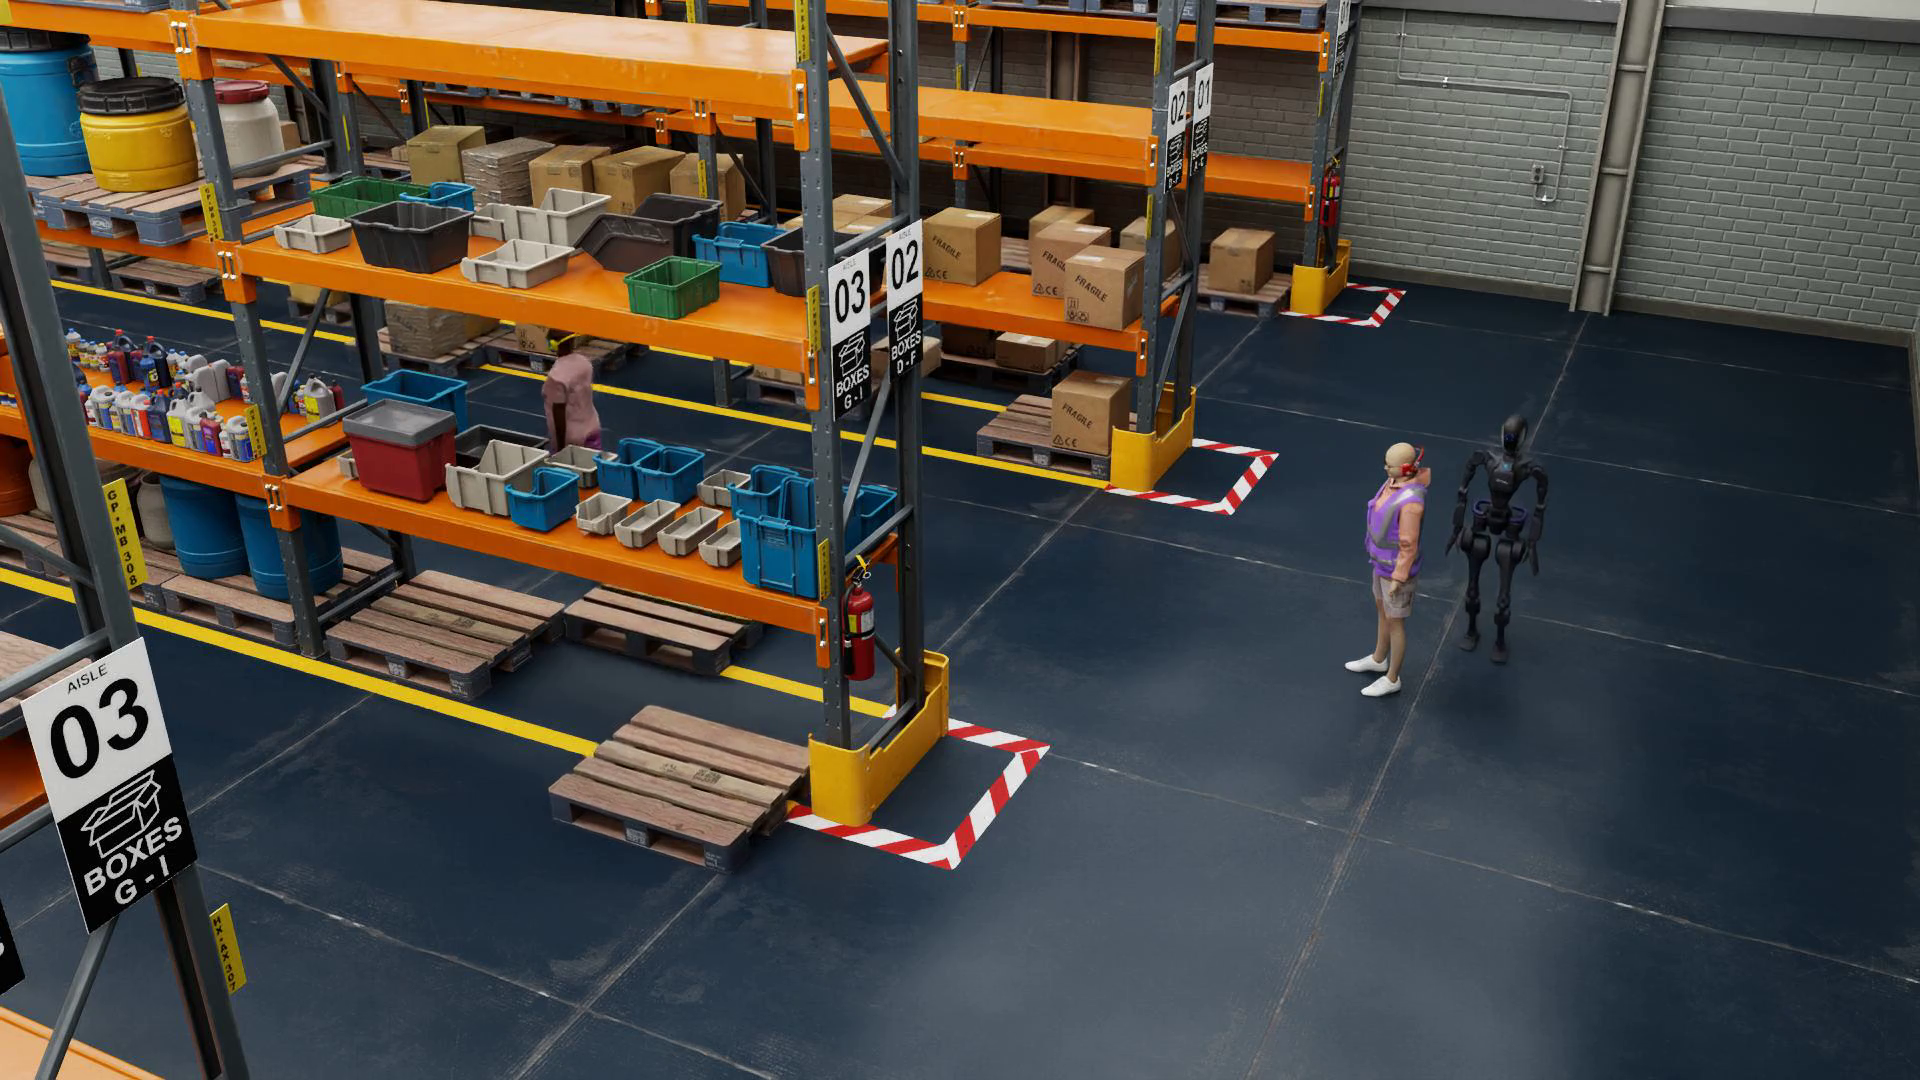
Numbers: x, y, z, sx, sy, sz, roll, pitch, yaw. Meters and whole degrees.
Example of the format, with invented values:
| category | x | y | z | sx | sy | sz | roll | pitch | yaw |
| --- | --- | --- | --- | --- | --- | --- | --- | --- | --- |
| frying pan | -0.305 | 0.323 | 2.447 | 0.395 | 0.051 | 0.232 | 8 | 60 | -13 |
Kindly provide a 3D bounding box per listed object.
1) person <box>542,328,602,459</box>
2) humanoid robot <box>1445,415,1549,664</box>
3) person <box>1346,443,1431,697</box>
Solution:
| category | x | y | z | sx | sy | sz | roll | pitch | yaw |
| --- | --- | --- | --- | --- | --- | --- | --- | --- | --- |
| person | -2.783 | -0.777 | 12.191 | 0.910 | 1.761 | 0.533 | 11 | 28 | 22 |
| humanoid robot | 3.455 | -0.020 | 10.747 | 0.601 | 1.650 | 0.370 | 13 | 29 | 25 |
| person | 2.686 | 0.175 | 10.343 | 0.347 | 1.691 | 0.483 | -1 | 26 | -2 |
